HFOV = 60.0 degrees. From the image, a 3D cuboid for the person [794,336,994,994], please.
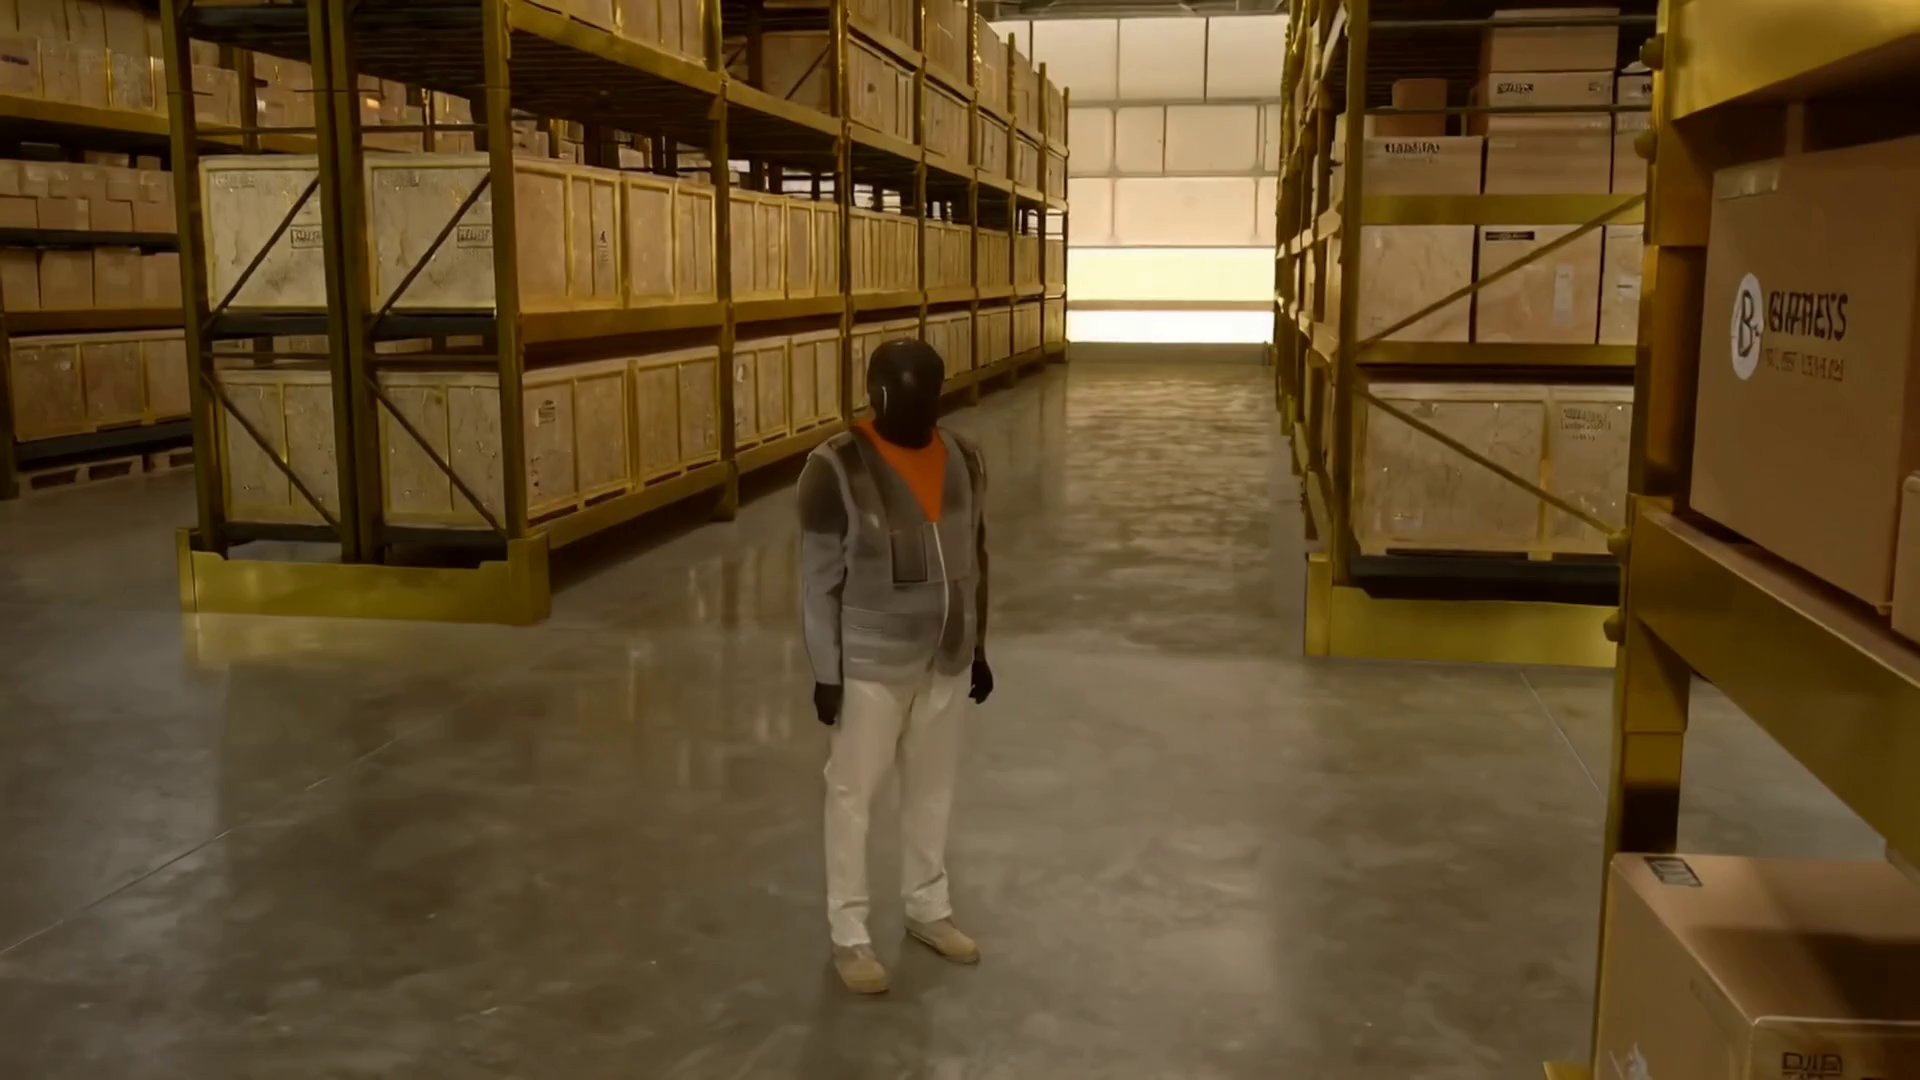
[{"bbox_3d":[-0.156,0.344,4.766,0.624,1.844,0.430,-7,11,-35],"label":"person"}]
